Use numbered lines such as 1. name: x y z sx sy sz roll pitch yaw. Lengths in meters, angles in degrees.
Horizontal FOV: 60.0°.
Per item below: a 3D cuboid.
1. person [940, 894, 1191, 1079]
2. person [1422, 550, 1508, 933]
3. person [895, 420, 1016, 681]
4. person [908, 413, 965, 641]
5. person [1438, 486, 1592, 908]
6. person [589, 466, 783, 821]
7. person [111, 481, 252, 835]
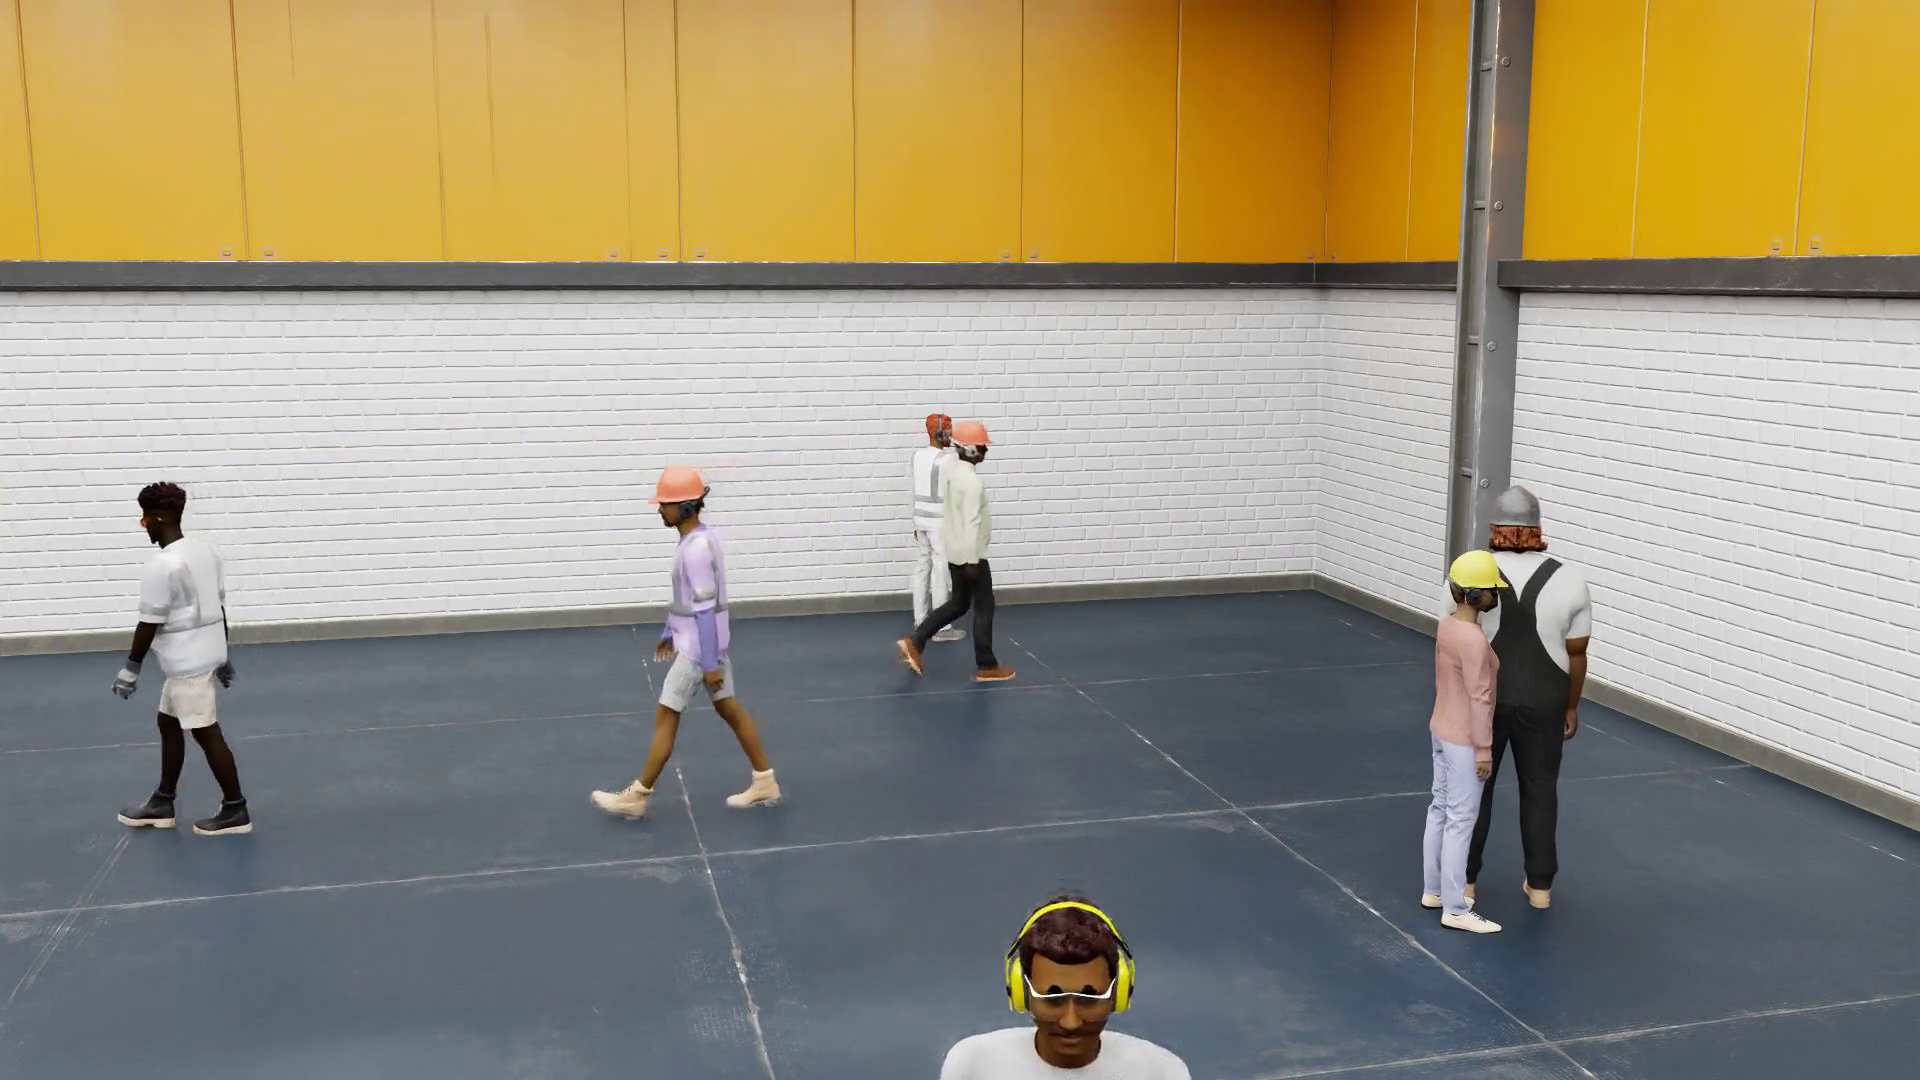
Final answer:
1. person: 0.203 1.600 3.217 0.564 1.848 0.673 0 9 0
2. person: 2.349 0.922 7.722 0.308 1.769 0.524 0 9 -3
3. person: -0.023 0.093 12.272 0.822 1.972 0.622 -3 10 -17
4. person: -0.202 -0.108 13.781 0.342 1.882 0.579 -7 11 -37
5. person: 2.636 0.742 7.993 0.687 2.000 0.535 2 9 13
6. person: -1.497 0.573 9.240 1.070 1.986 0.629 -1 9 -4
7. person: -4.255 0.652 8.906 0.866 1.916 0.600 -1 9 -4
